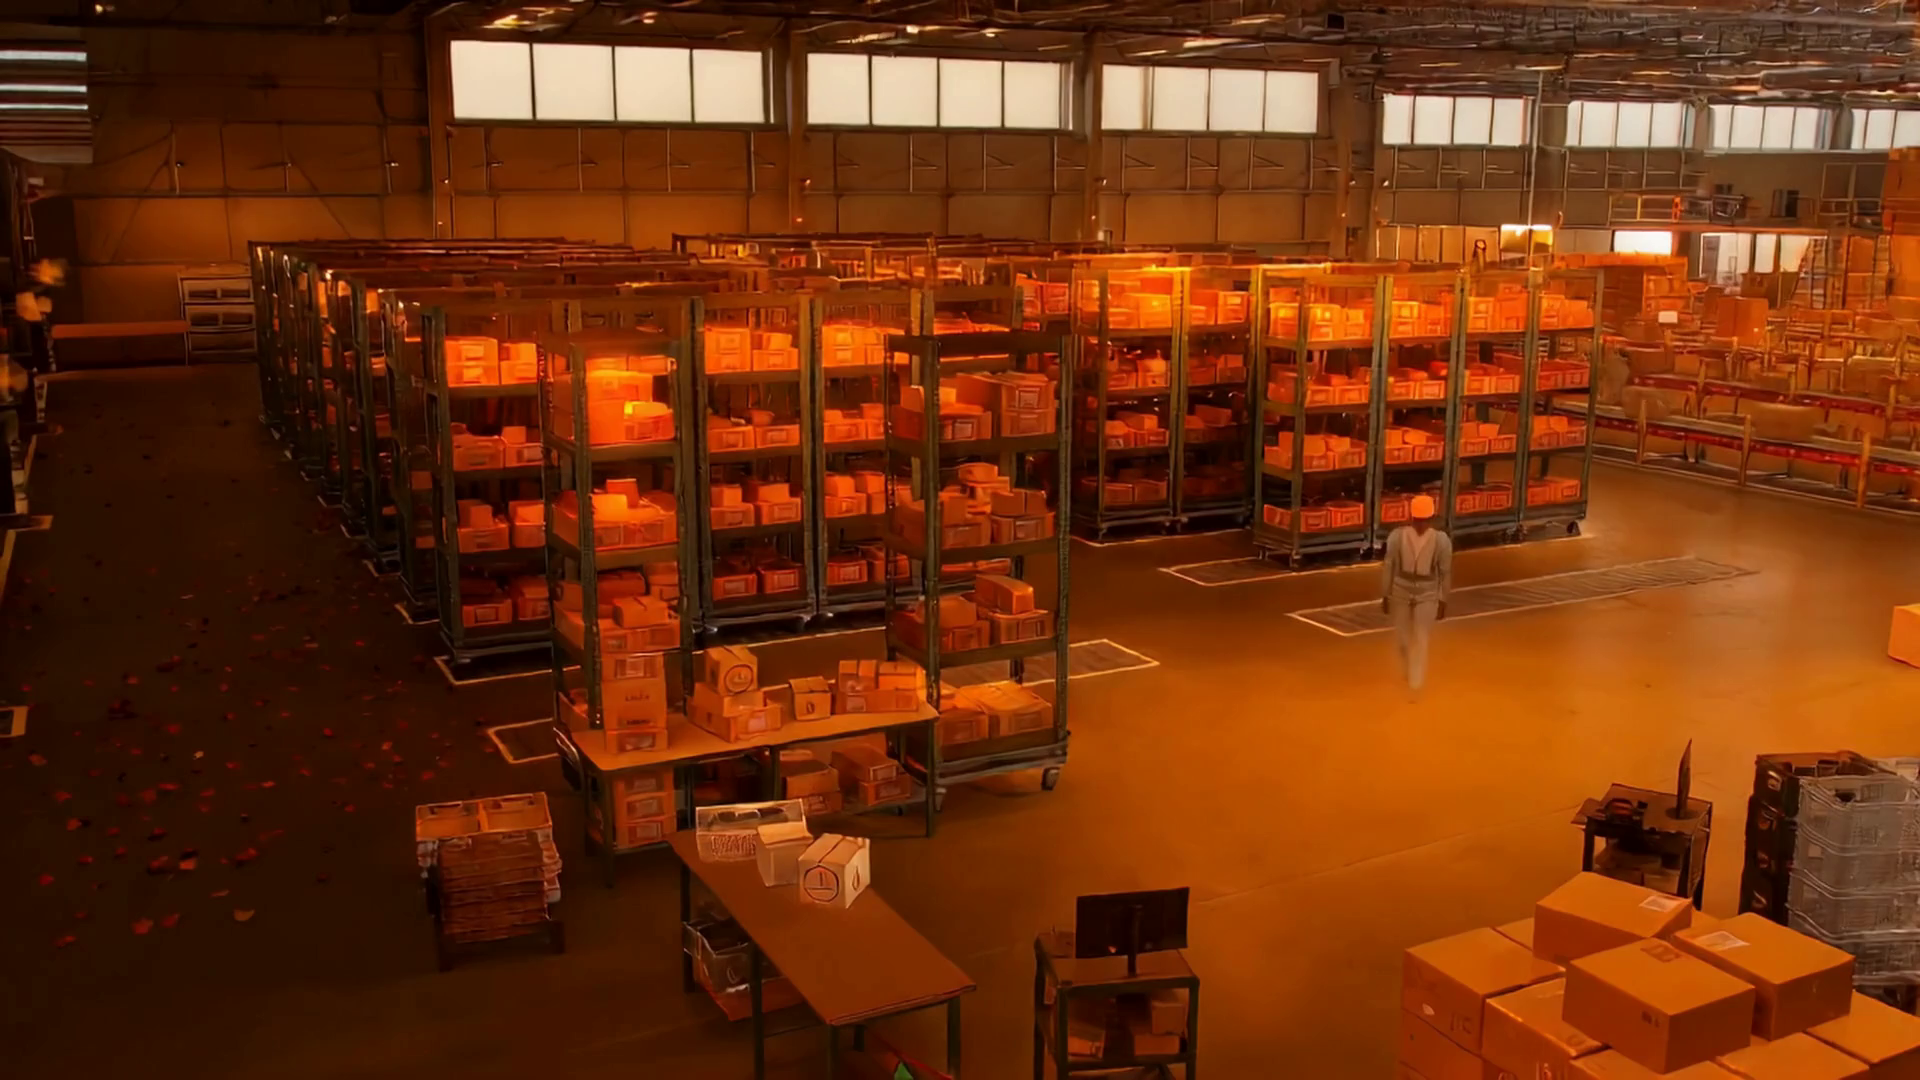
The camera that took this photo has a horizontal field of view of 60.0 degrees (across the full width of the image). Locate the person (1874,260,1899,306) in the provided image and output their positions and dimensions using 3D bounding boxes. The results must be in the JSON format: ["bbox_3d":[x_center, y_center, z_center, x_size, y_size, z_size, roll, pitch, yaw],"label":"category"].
[{"bbox_3d":[36.204,-10.002,64.838,0.537,1.832,0.685,-10,16,-40],"label":"person"}]

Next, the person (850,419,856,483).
[{"bbox_3d":[-1.443,-1.227,23.765,0.598,1.811,0.619,-5,13,-22],"label":"person"}]

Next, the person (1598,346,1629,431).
[{"bbox_3d":[12.285,-2.836,31.510,0.690,1.719,0.351,10,16,40],"label":"person"}]

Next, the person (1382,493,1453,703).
[{"bbox_3d":[4.243,0.492,15.451,0.618,1.926,0.819,5,13,23],"label":"person"}]

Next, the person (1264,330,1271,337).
[{"bbox_3d":[7.850,-5.404,43.097,0.639,1.902,0.407,7,14,30],"label":"person"}]
